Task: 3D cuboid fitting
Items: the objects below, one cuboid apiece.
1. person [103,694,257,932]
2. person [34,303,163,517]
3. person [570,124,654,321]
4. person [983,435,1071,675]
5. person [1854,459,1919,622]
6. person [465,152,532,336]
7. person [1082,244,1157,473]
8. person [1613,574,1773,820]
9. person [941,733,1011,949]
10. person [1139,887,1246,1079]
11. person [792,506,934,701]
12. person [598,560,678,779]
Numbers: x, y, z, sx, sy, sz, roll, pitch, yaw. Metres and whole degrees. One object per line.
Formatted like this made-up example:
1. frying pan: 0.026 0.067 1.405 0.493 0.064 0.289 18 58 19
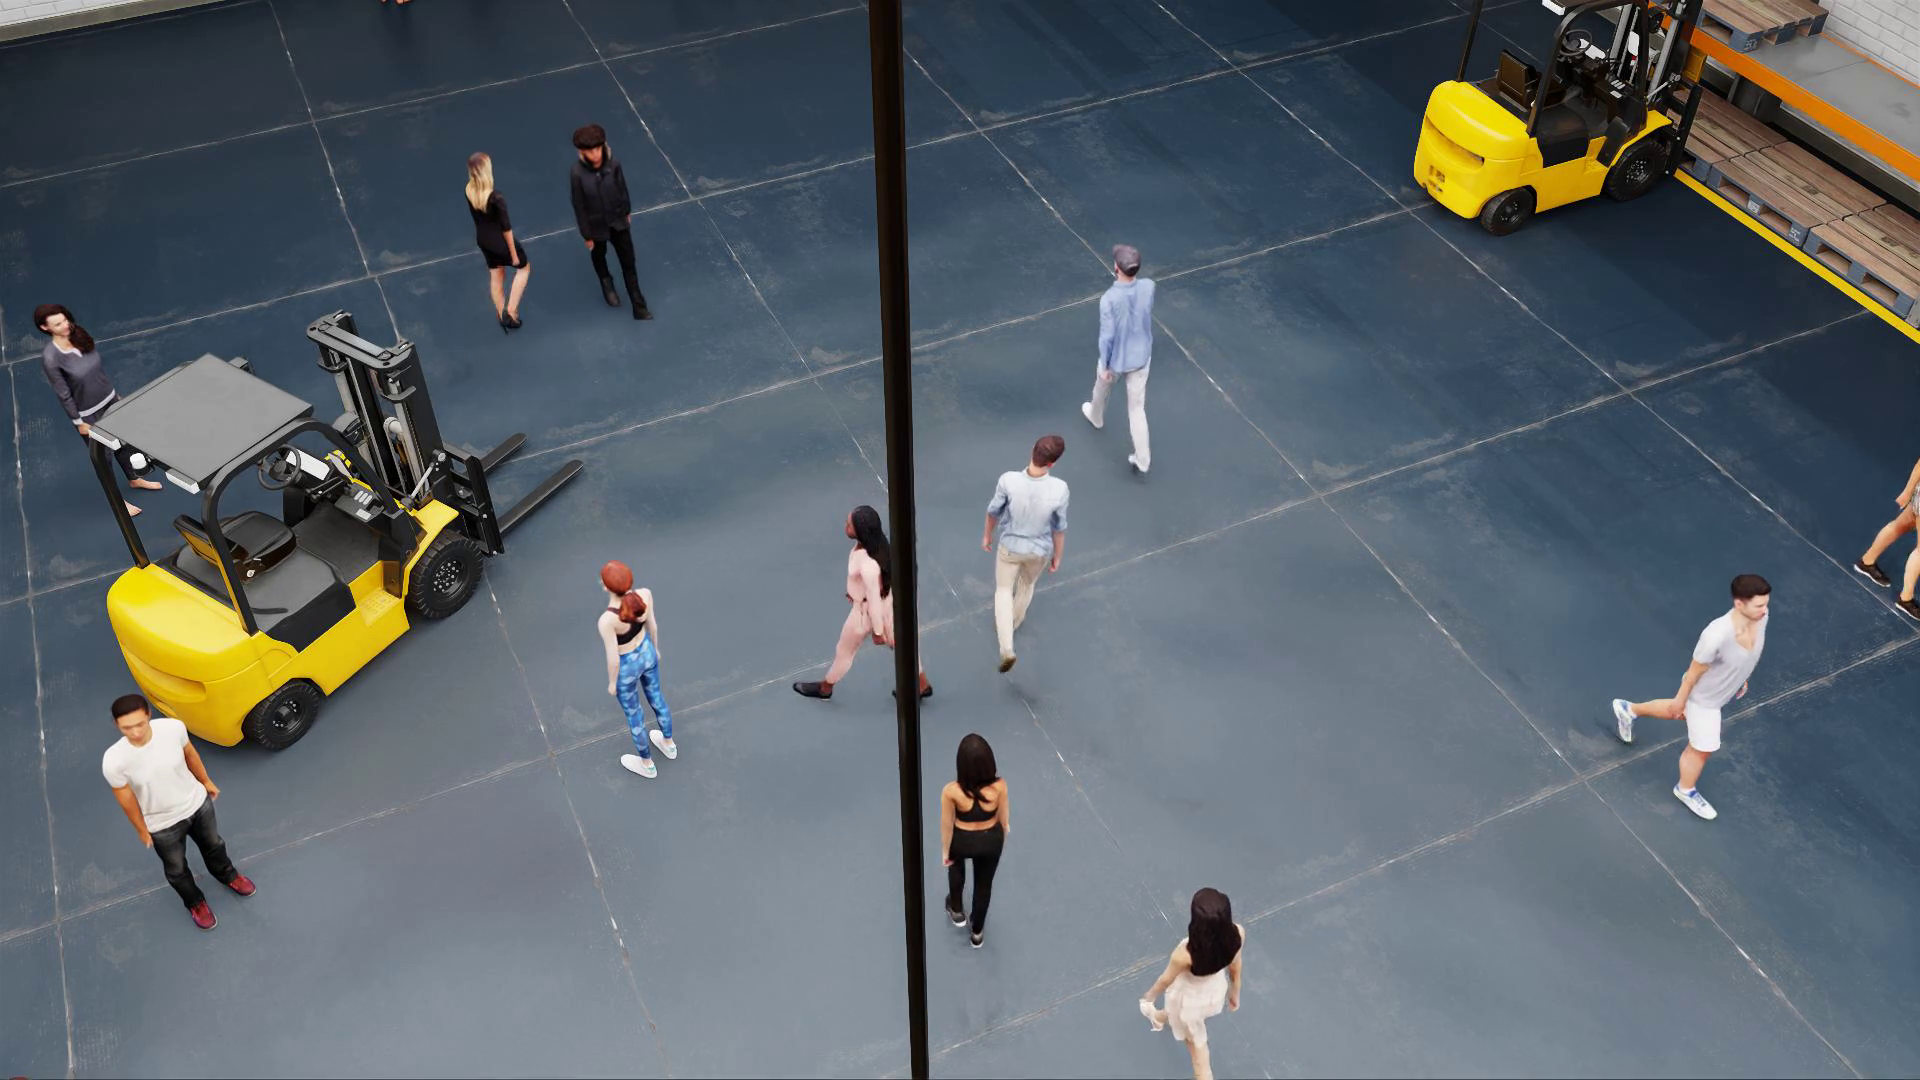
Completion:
1. person: -4.468 1.500 9.432 0.707 1.800 0.720 28 50 27
2. person: -6.284 -0.970 12.039 0.751 1.768 0.659 8 44 9
3. person: -2.999 -2.701 13.877 0.661 1.741 1.004 -20 47 -20
4. person: 0.427 0.103 10.884 1.033 1.809 1.156 2 44 2
5. person: 6.604 -0.396 11.397 0.686 1.824 0.928 -25 49 -24
6. person: -3.833 -2.355 13.571 0.682 1.662 0.756 22 48 21
7. person: 1.271 -1.328 12.355 0.712 1.851 1.197 -14 45 -14
8. person: 4.487 0.835 10.099 0.841 1.831 1.194 -27 50 -25
9. person: 0.094 1.751 9.285 0.655 1.628 0.703 -2 44 -3
10. person: 1.254 2.440 8.523 0.587 1.682 1.045 -19 47 -19
11. person: -0.472 0.456 10.616 1.039 1.668 1.189 1 44 1
12. person: -1.994 0.786 10.192 0.711 1.785 0.672 28 50 26
